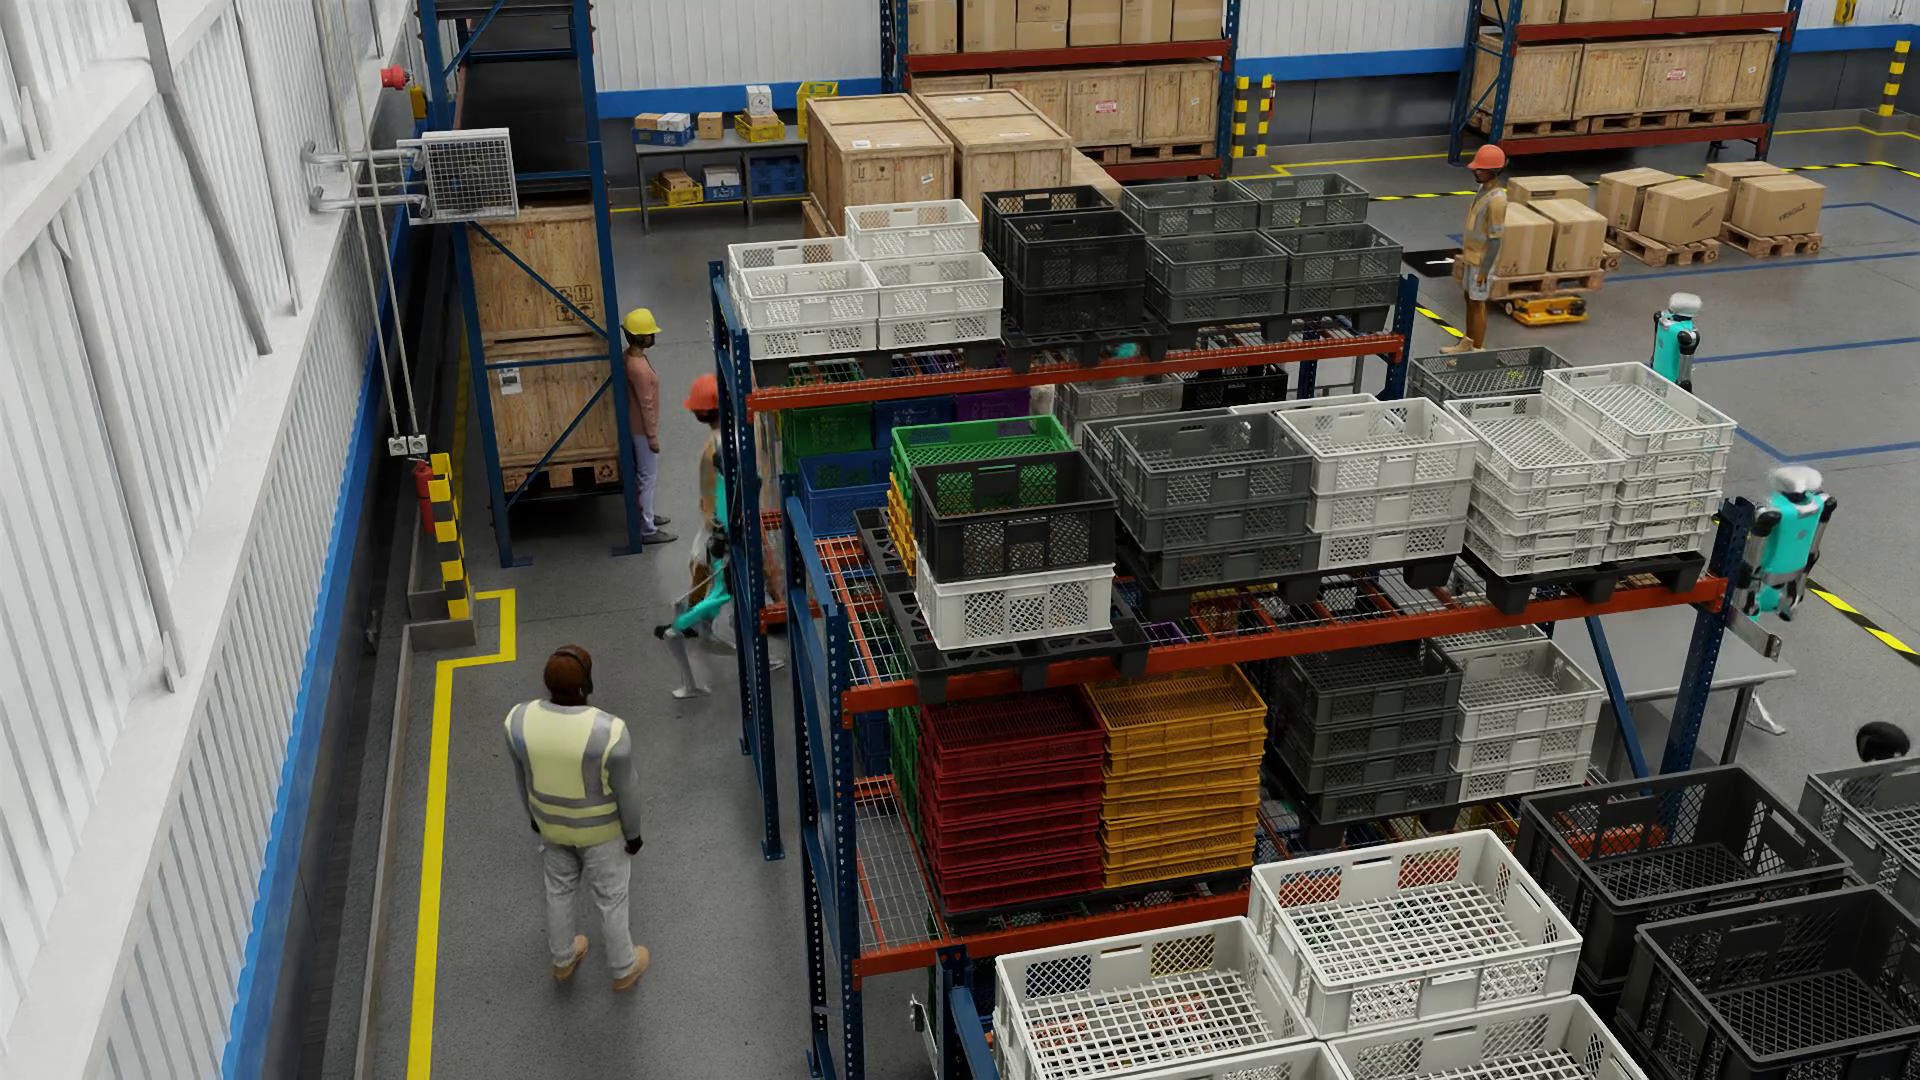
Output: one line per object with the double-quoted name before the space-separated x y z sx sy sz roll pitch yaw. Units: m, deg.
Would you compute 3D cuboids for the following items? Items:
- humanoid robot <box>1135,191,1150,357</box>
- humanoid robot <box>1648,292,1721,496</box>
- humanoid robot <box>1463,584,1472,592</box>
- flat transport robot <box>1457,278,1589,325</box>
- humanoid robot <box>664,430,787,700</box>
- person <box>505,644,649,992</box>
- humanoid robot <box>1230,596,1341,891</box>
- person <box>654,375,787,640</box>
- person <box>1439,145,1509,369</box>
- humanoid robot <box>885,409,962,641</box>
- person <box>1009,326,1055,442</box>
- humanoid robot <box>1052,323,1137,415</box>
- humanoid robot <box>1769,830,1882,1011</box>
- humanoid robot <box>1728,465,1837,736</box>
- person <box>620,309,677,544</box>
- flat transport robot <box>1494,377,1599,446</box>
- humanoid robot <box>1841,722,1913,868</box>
"humanoid robot" 1.487 -2.353 15.068 0.769 1.645 0.587 -13 30 -23
"humanoid robot" 5.390 -1.005 12.234 0.735 1.677 0.533 -2 28 -3
"humanoid robot" 3.778 -0.180 10.934 0.784 1.635 0.612 16 32 28
"flat transport robot" 5.672 -2.515 16.788 0.652 0.197 1.431 -6 28 -12
"humanoid robot" -1.555 0.215 10.095 0.975 1.752 0.547 -14 31 -25
"person" -1.783 1.321 7.870 0.625 1.833 0.432 7 29 13
"humanoid robot" 1.724 1.114 8.464 0.802 1.878 0.546 -1 28 -3
"person" -1.523 -0.201 10.693 0.951 1.885 0.542 4 28 8
"person" 4.643 -2.538 14.963 0.379 2.039 0.615 2 28 3
"humanoid robot" -0.109 -0.058 10.548 0.960 1.720 0.536 -11 30 -19
"person" 0.457 -0.639 11.583 0.506 1.838 0.338 25 36 38
"humanoid robot" 0.867 -0.995 12.384 0.996 1.721 0.557 13 31 24
"humanoid robot" 3.554 1.878 6.976 0.388 1.646 0.611 -18 33 -30
"humanoid robot" 4.689 0.277 9.986 0.557 1.756 1.044 -9 29 -17
"person" -2.264 -0.821 12.008 0.335 1.761 0.524 -10 29 -19
"flat transport robot" 4.780 -1.036 14.013 0.659 0.231 1.431 -6 28 -12
"humanoid robot" 4.192 1.544 7.671 0.616 1.613 0.829 -24 36 -38
